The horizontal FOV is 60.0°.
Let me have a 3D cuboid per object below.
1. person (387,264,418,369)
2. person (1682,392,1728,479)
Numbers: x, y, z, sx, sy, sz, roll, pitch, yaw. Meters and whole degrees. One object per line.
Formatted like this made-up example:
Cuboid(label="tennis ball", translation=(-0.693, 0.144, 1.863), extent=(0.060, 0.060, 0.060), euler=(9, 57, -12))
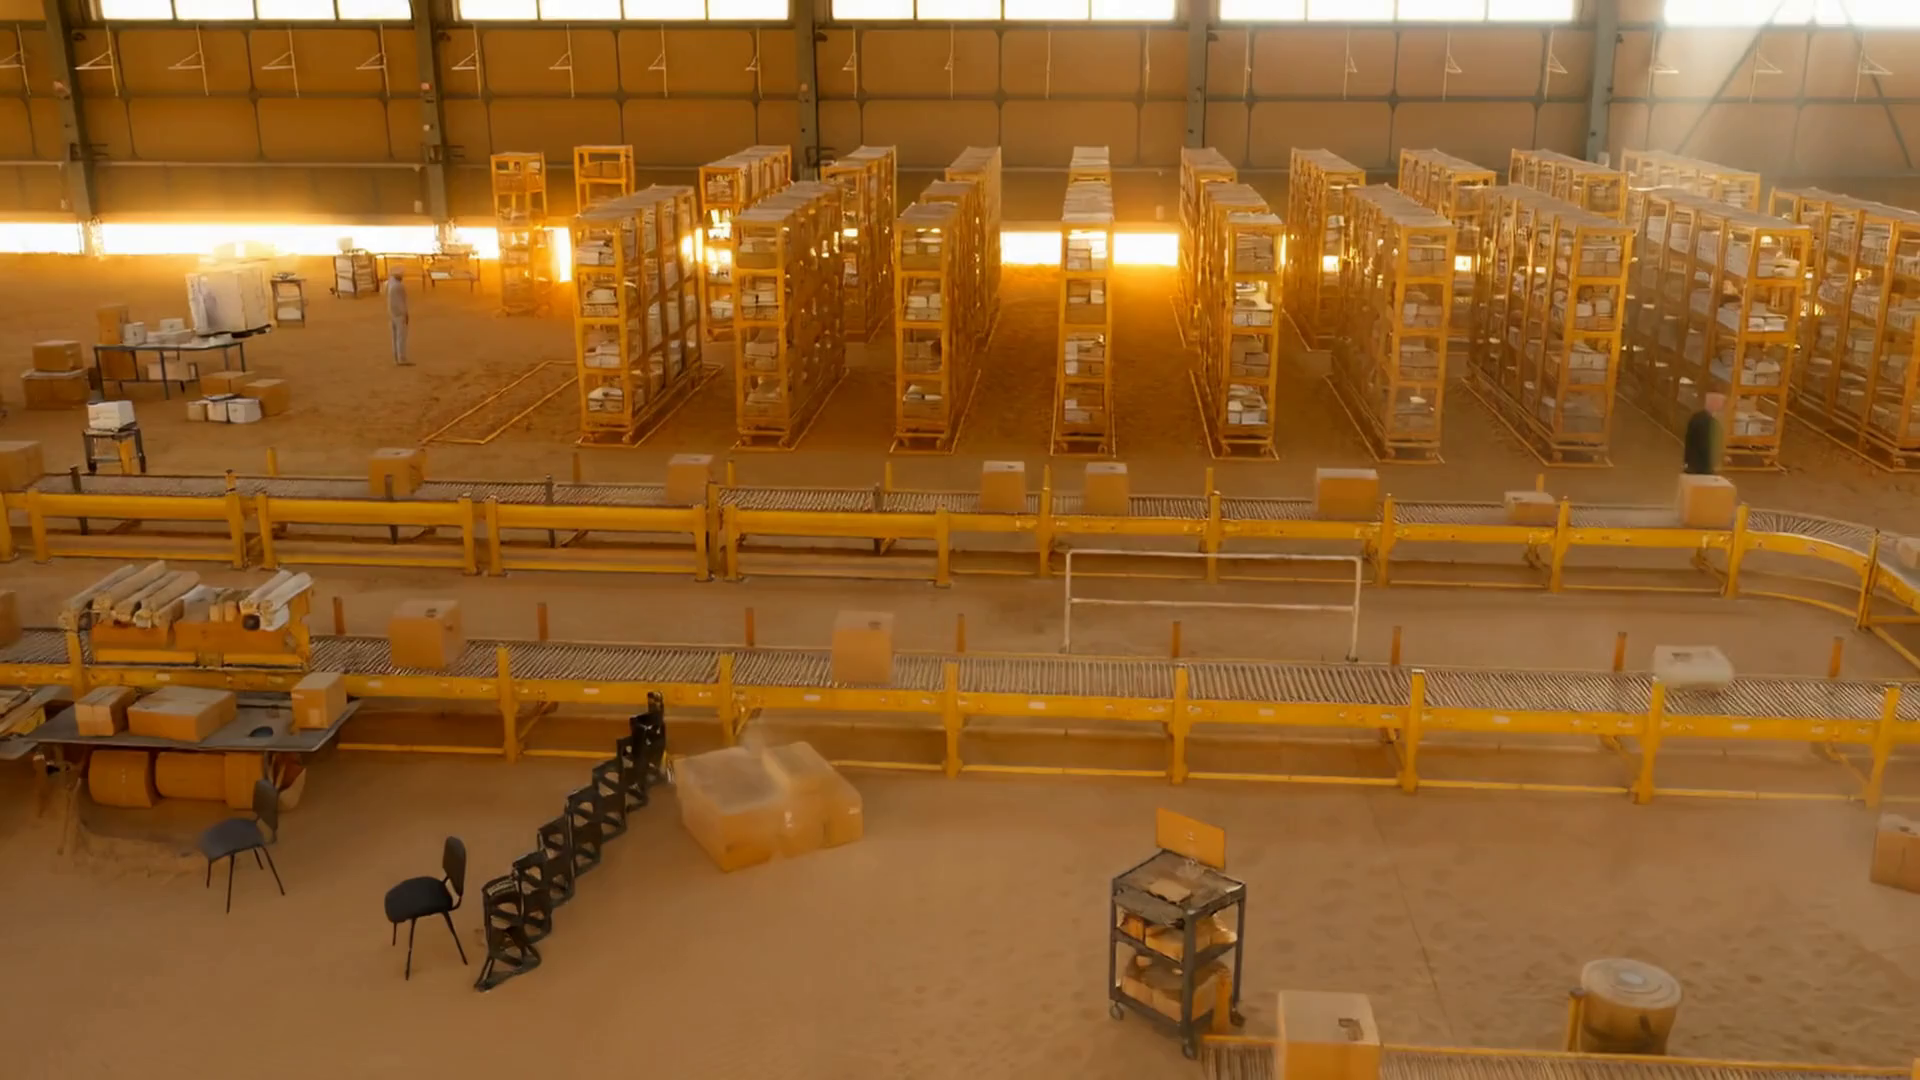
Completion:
Cuboid(label="person", translation=(-10.728, -4.283, 31.885), extent=(0.385, 1.993, 0.624), euler=(-15, 23, -38))
Cuboid(label="person", translation=(9.764, -0.994, 21.664), extent=(0.936, 1.865, 0.653), euler=(2, 18, 7))
